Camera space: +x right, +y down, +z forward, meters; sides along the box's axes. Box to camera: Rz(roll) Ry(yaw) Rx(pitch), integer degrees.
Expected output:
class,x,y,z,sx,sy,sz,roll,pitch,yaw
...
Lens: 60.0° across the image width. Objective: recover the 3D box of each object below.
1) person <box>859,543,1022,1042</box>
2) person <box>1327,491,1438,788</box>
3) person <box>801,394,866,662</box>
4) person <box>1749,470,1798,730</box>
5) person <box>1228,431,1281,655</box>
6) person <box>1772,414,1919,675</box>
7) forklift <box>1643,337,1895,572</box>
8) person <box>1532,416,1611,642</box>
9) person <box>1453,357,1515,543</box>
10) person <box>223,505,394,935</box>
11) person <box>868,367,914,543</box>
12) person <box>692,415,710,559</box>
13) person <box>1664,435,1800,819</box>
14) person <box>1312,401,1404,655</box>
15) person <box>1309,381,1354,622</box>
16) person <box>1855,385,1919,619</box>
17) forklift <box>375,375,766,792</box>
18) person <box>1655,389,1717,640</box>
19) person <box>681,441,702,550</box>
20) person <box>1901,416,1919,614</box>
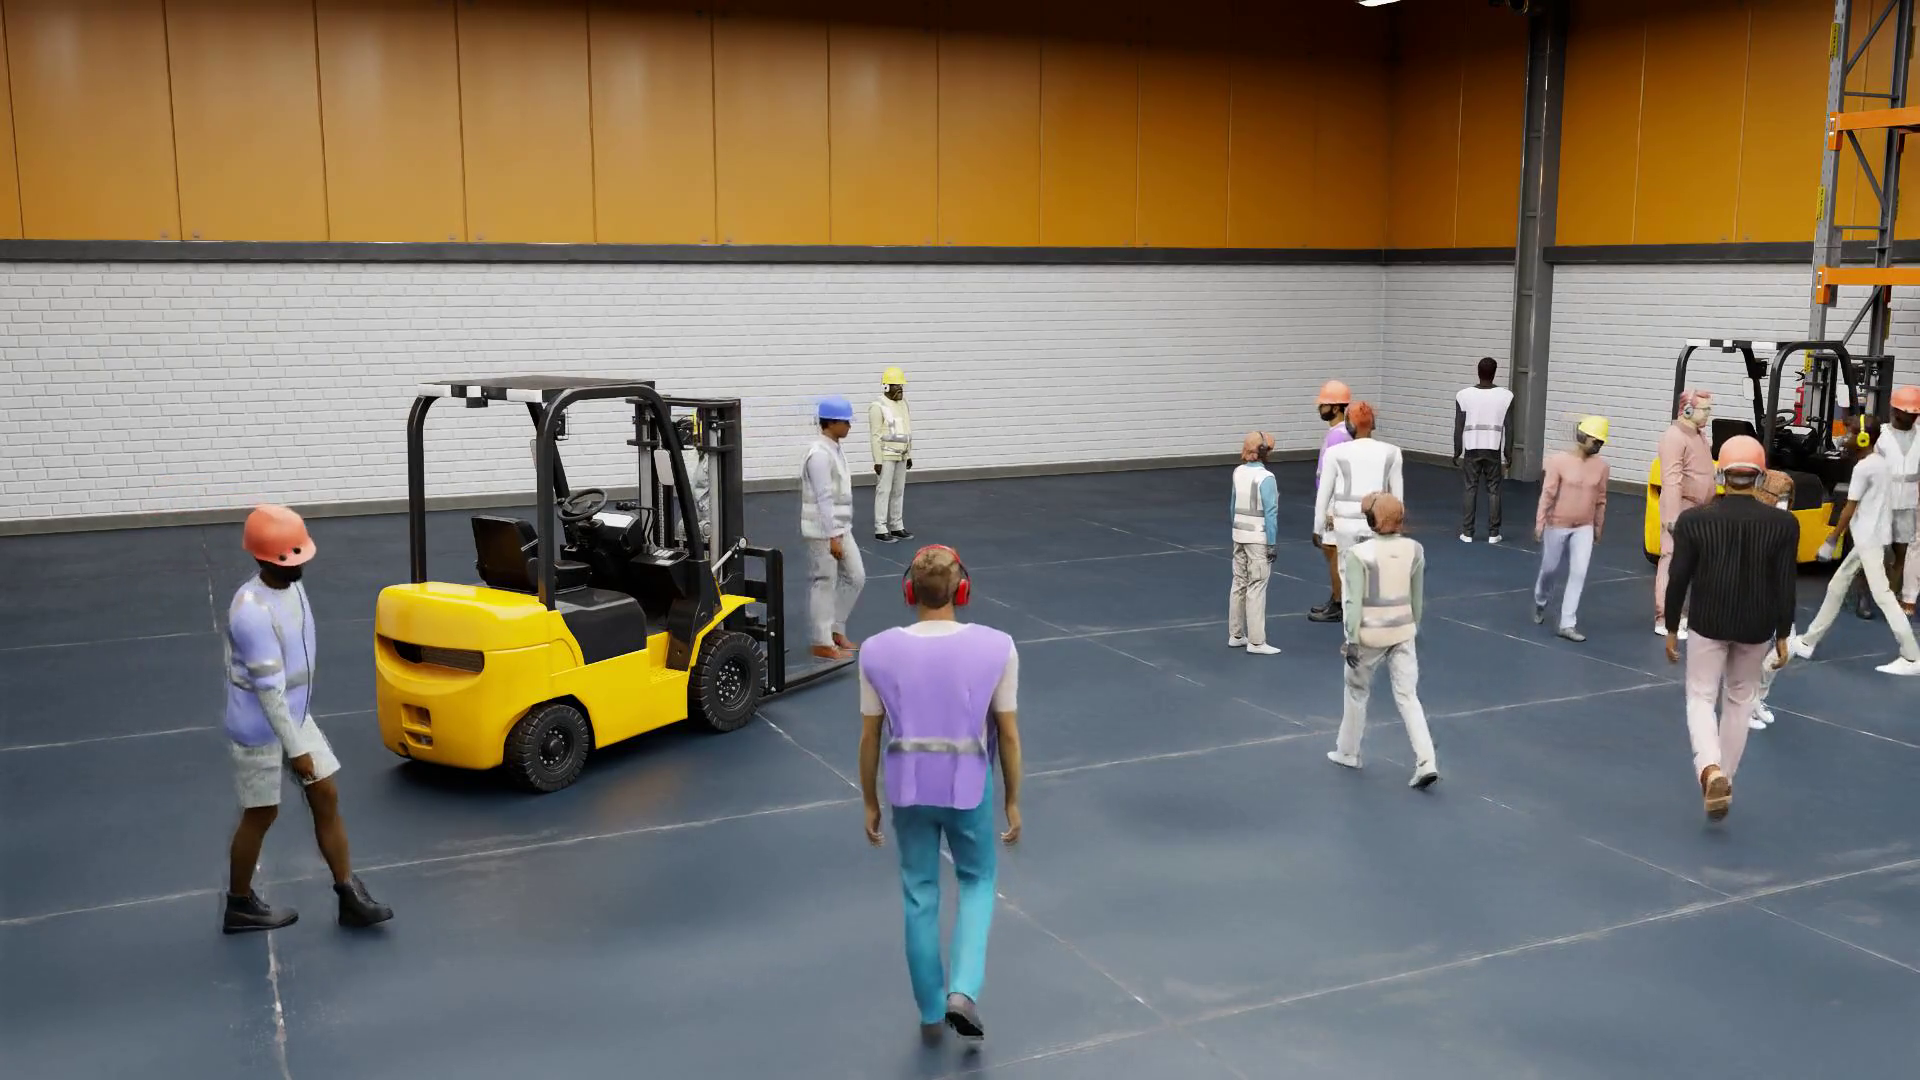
class,x,y,z,sx,sy,sz,roll,pitch,yaw
person,-0.071,0.924,5.975,0.589,1.835,0.435,0,9,3
person,2.351,0.538,9.105,0.536,1.608,0.820,-3,10,-20
person,-0.902,-0.073,11.869,0.464,1.931,0.622,2,9,14
person,4.880,0.364,10.120,0.538,1.612,0.365,-3,10,-19
person,2.162,0.019,12.217,0.308,1.636,0.522,-4,10,-22
person,6.319,0.024,11.674,1.016,1.804,0.500,7,11,36
forklift,7.551,-0.789,15.507,2.313,2.155,1.214,-4,10,-25
person,4.679,-0.123,12.835,0.588,1.705,0.801,0,9,-3
person,5.410,-0.923,17.197,0.597,1.915,0.372,2,9,15
person,-2.757,0.761,6.889,0.803,1.870,0.625,1,9,6
person,-0.698,-0.881,17.238,0.403,1.825,0.591,6,11,33
person,-1.918,-0.110,12.705,0.305,1.738,0.484,-3,10,-19
person,3.949,0.449,8.529,0.622,1.972,0.822,3,9,15
person,2.895,-0.077,12.102,0.592,1.861,0.501,-1,9,-3
person,2.978,-0.300,13.310,0.369,1.929,0.583,3,10,17
person,7.481,-0.289,13.290,0.578,1.914,0.461,1,9,5
forklift,-2.268,0.149,9.685,1.214,2.155,2.313,6,11,32
person,5.571,-0.203,12.764,0.411,1.908,0.643,7,11,36
person,-1.990,-0.169,13.124,0.410,1.725,0.588,-6,11,-32
person,7.944,-0.367,13.497,0.612,1.997,0.374,7,11,35
